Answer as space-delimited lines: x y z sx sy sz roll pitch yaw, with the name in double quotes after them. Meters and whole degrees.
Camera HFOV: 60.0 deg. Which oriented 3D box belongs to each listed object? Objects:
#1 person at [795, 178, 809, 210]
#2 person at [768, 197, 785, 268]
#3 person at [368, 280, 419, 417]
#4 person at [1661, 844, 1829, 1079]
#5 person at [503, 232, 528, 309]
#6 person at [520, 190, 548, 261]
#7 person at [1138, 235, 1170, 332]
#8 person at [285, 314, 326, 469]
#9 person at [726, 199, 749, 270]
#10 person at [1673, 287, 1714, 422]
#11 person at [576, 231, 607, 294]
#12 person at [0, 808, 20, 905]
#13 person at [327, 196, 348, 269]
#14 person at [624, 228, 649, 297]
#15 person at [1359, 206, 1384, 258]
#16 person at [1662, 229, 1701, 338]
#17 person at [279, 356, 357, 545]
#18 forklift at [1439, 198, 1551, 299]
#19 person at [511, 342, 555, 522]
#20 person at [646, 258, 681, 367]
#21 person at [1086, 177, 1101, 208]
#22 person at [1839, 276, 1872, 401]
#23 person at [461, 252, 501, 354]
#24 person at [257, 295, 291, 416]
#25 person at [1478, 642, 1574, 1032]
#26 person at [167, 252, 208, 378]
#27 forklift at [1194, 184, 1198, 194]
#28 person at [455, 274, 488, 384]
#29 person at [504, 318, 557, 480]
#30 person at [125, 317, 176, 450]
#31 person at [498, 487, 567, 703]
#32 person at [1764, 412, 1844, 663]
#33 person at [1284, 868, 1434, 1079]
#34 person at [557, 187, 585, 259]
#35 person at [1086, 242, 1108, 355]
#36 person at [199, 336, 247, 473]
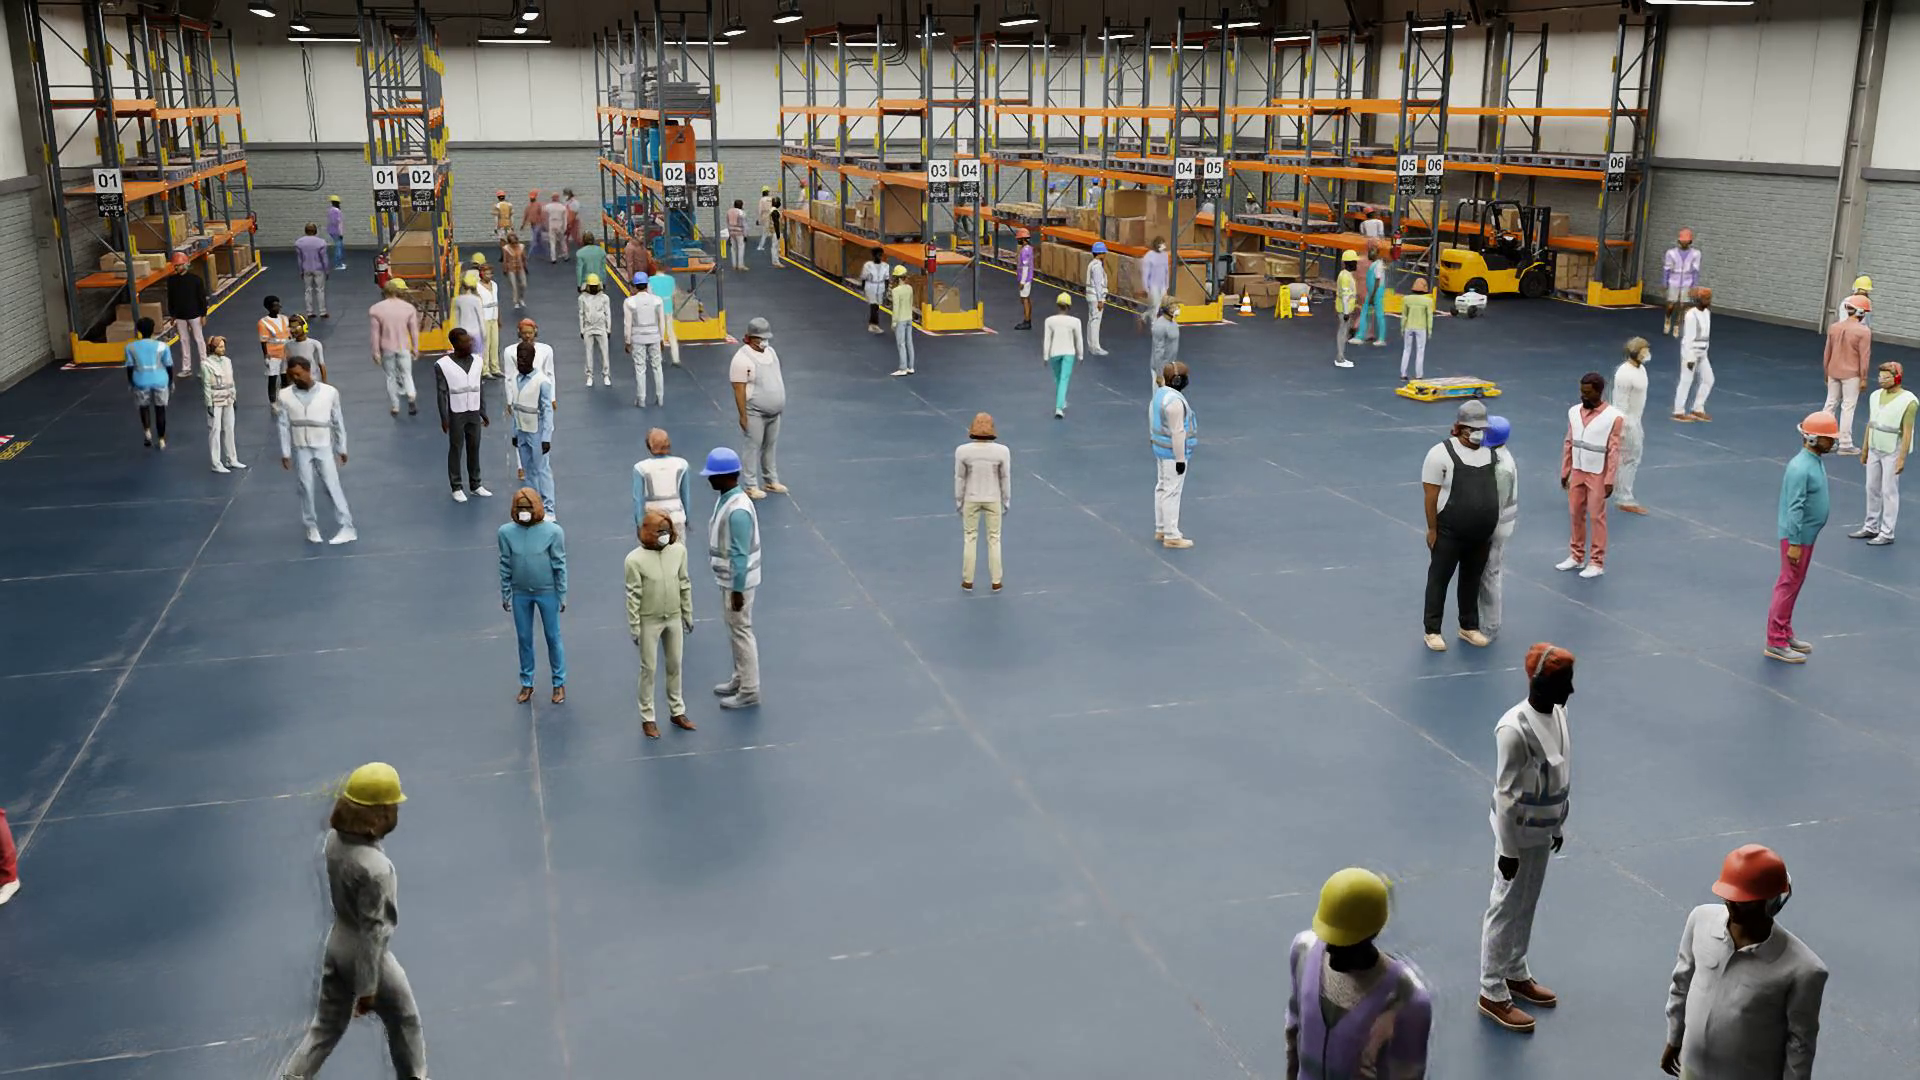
-4.829 -10.203 51.498 0.518 1.953 0.644 4 15 14 "person"
-4.821 -8.099 43.796 0.429 1.844 0.625 -4 15 -14 "person"
-7.827 -2.633 23.083 0.641 1.926 0.561 -8 17 -28 "person"
2.857 1.942 6.176 0.327 1.752 0.563 -9 18 -32 "person"
-9.384 -5.692 35.154 0.541 1.613 0.391 -8 17 -29 "person"
-11.663 -8.555 45.321 0.656 1.927 0.999 12 19 37 "person"
3.568 -4.692 30.824 0.641 1.921 0.675 -13 20 -40 "person"
-7.854 -1.785 19.982 0.523 1.870 0.317 3 15 11 "person"
-5.759 -7.910 43.139 0.643 1.822 0.448 8 17 28 "person"
10.129 -2.516 22.735 0.617 1.863 0.634 -13 19 -39 "person"
-6.948 -4.854 31.409 0.626 1.934 0.373 -13 20 -40 "person"
-5.496 1.170 9.081 0.530 1.760 0.341 3 15 12 "person"
-16.288 -8.030 43.470 0.460 1.885 0.597 -14 20 -43 "person"
-6.295 -5.162 32.647 0.401 1.900 0.646 5 16 19 "person"
9.734 -6.921 39.289 0.631 1.873 0.654 5 16 18 "person"
13.371 -4.749 30.859 0.604 2.022 0.430 5 16 18 "person"
-6.449 -0.907 16.651 0.624 1.888 0.456 -1 15 -3 "person"
11.913 -6.508 37.130 2.313 2.155 1.214 -4 15 -15 "forklift"
-4.467 -1.115 17.369 0.596 1.917 0.384 12 19 37 "person"
-4.983 -3.775 27.637 0.579 1.790 0.978 -11 19 -37 "person"
4.272 -10.473 52.523 0.602 1.948 0.386 -4 15 -13 "person"
13.187 -2.973 24.528 0.596 1.828 0.403 -8 17 -27 "person"
-8.291 -4.030 28.565 0.601 1.808 0.812 4 15 15 "person"
-9.603 -2.597 23.389 0.319 1.690 0.535 7 16 24 "person"
2.731 1.400 7.971 0.356 1.883 0.573 13 19 39 "person"
-12.304 -3.576 26.480 0.623 1.992 0.397 1 15 5 "person"
7.392 -11.333 53.972 1.873 2.768 1.129 -4 15 -15 "forklift"
-7.530 -3.211 25.570 0.536 1.747 0.544 7 17 26 "person"
-5.010 -1.650 19.446 0.577 1.882 0.349 -7 16 -24 "person"
-10.224 -1.978 21.049 0.558 1.680 0.371 -6 16 -21 "person"
-3.126 0.402 12.220 0.500 1.627 0.278 1 15 3 "person"
6.670 -0.036 13.164 0.390 1.991 0.626 11 18 34 "person"
1.314 1.992 5.702 0.415 1.903 0.593 -12 19 -39 "person"
-10.789 -8.854 46.256 0.694 2.000 0.807 9 18 32 "person"
2.377 -4.193 28.890 0.384 1.949 0.605 -2 15 -6 "person"
-8.813 -1.620 19.824 0.311 1.632 0.516 4 15 15 "person"
